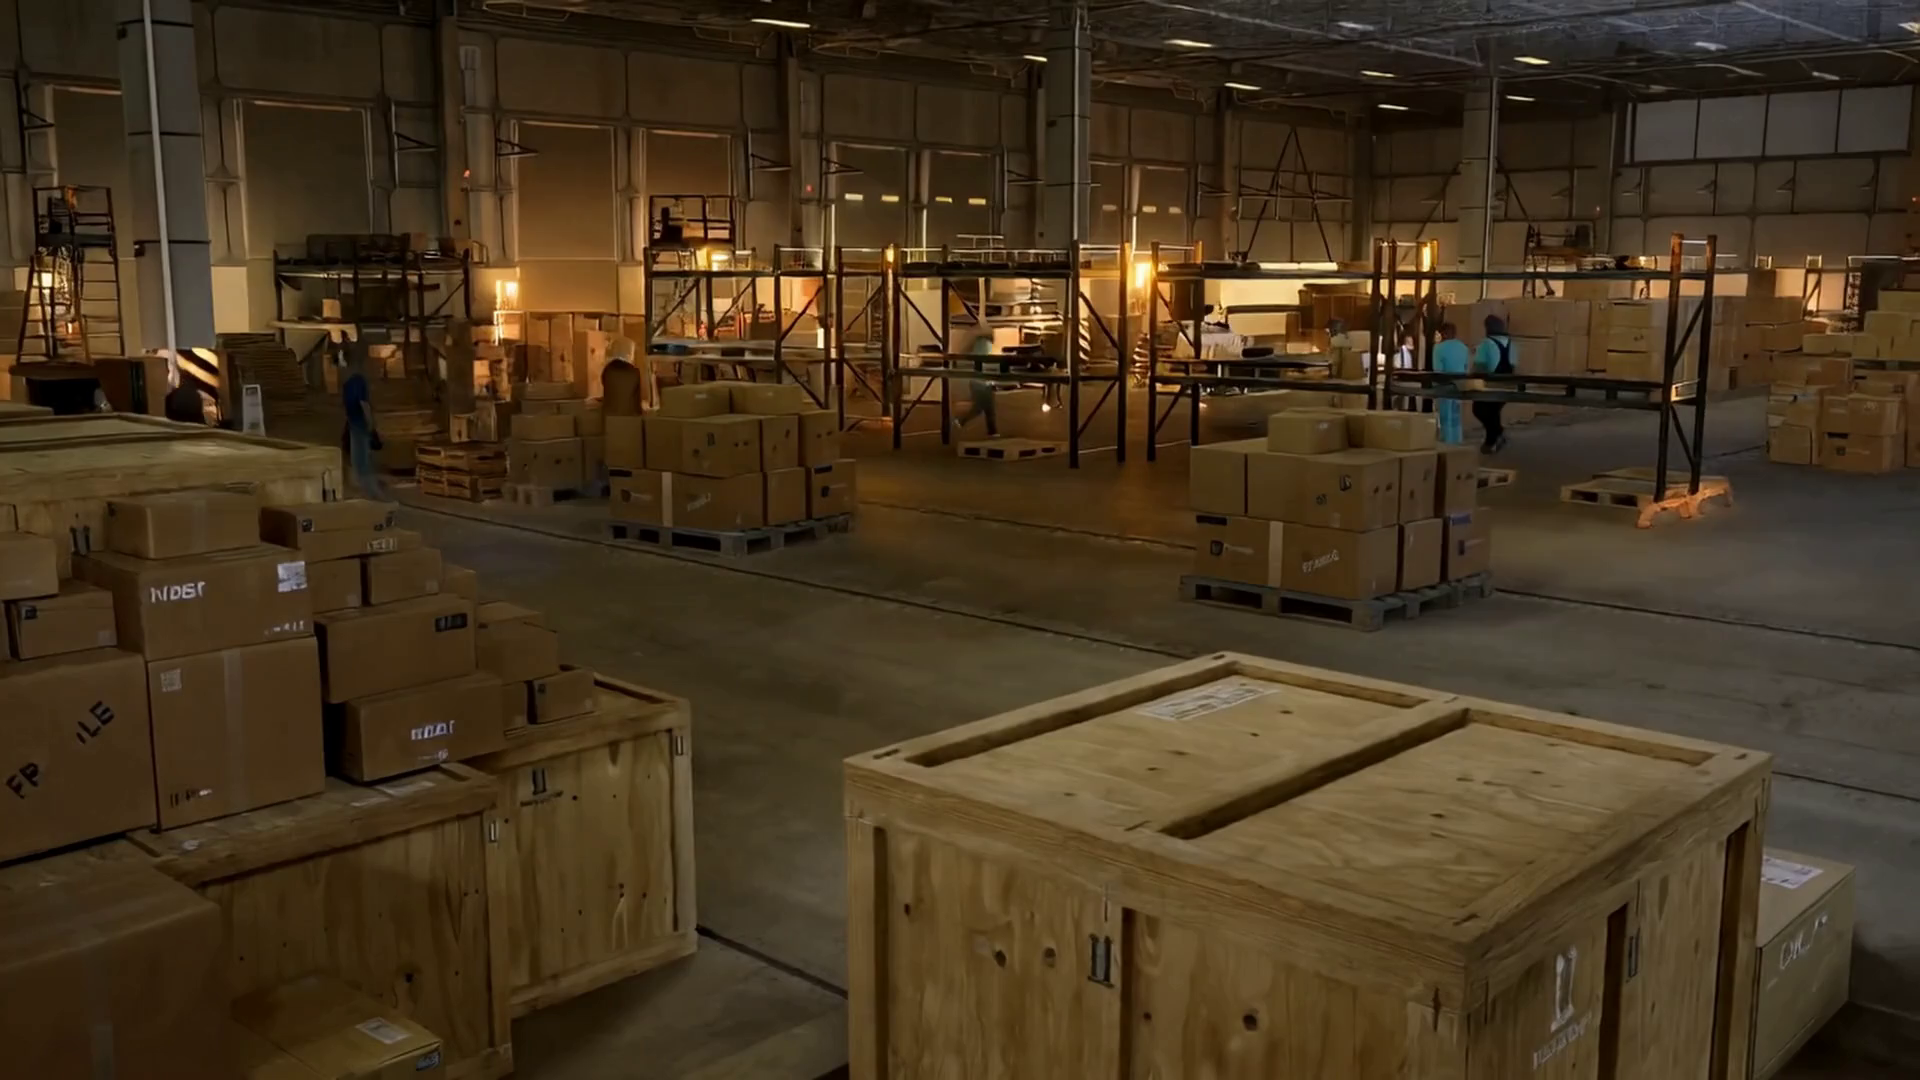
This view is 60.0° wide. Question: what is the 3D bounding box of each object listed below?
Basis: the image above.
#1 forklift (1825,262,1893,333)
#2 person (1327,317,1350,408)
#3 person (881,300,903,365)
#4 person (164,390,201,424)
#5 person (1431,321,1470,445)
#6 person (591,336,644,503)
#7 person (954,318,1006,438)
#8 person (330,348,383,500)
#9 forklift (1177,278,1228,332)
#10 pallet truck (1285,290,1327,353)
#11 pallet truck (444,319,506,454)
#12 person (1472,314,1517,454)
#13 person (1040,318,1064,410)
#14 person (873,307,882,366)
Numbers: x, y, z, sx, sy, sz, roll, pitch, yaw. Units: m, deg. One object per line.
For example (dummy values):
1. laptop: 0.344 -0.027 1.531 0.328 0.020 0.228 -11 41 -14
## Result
1. forklift: 23.174 -5.666 42.287 1.129 2.768 1.873 -5 11 -29
2. person: 5.778 -2.448 25.483 0.363 1.931 0.623 4 10 22
3. person: -1.574 -4.682 39.120 0.547 1.942 0.350 4 10 22
4. person: -4.929 -0.051 10.923 0.916 1.883 0.599 3 10 16
5. person: 6.814 -2.073 23.181 0.623 1.932 0.366 -5 11 -30
6. person: -3.752 -1.297 18.429 0.530 1.925 0.630 -8 12 -42
7. person: 0.321 -2.515 25.965 0.735 1.908 0.595 0 9 2
8. person: -6.327 -1.109 17.550 0.492 1.824 0.560 -6 11 -33
9. forklift: 6.522 -6.401 46.791 1.873 2.768 1.129 9 13 43
10. pallet truck: 11.297 -6.951 52.861 1.885 1.965 0.823 -5 11 -29
11. pallet truck: -6.981 -1.942 22.150 1.885 1.965 0.823 1 9 9
12. person: 7.616 -2.214 23.689 0.690 2.000 0.691 -5 11 -30
13. person: 1.755 -3.321 31.403 0.483 1.740 0.319 -4 10 -23
14. person: -2.155 -5.386 44.394 0.321 1.632 0.524 -1 9 -5
